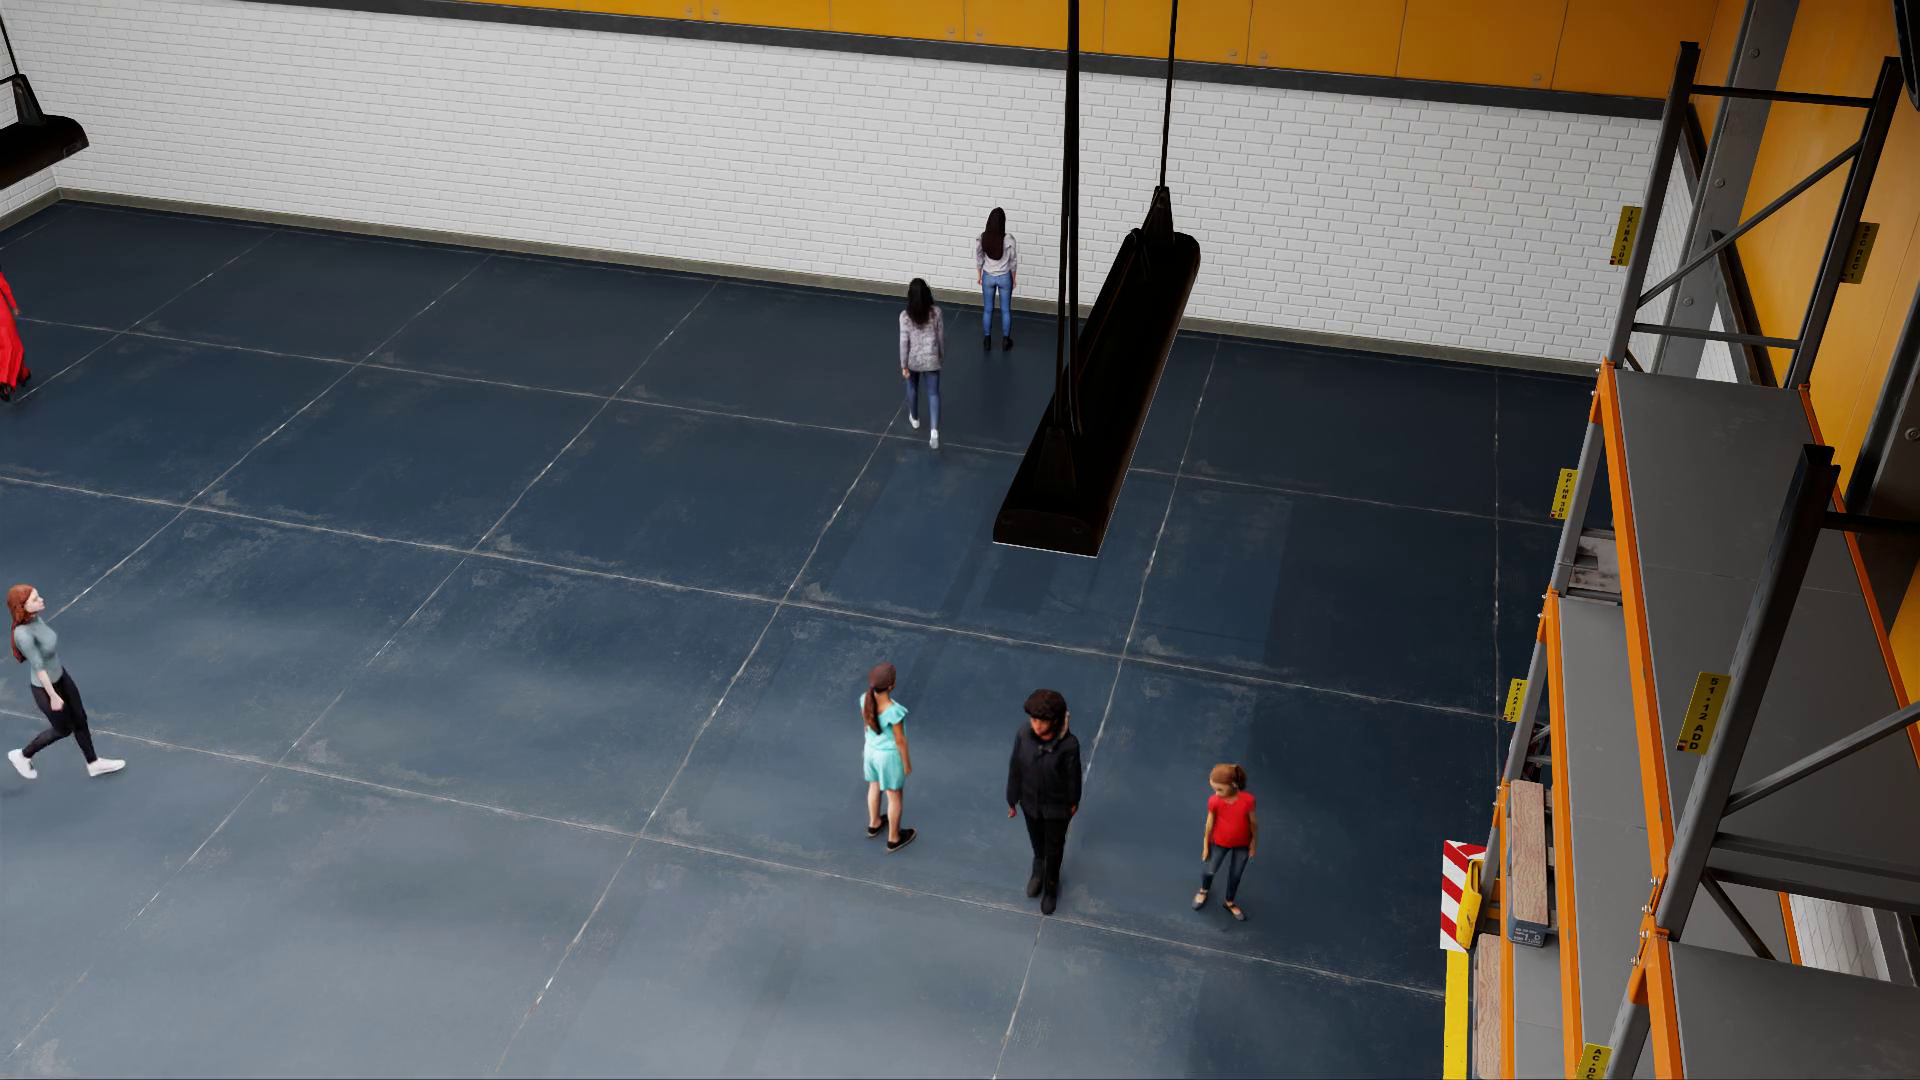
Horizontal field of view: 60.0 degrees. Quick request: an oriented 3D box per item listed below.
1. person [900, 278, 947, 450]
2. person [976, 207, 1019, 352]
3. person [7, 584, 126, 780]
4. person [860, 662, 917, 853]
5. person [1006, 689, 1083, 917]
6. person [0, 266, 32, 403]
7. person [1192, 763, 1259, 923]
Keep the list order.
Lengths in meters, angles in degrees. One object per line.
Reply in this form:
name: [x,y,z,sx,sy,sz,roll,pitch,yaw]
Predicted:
person: [-0.351,-1.714,16.293,0.867,1.702,1.184,-3,34,-4]
person: [0.404,-2.825,18.027,0.635,1.633,0.561,3,34,5]
person: [-6.662,1.086,12.058,0.937,1.728,0.993,-8,34,-12]
person: [-0.528,1.490,11.603,0.637,1.558,0.670,28,43,35]
person: [0.600,1.663,11.161,0.665,1.760,0.673,12,35,18]
person: [-9.914,-2.246,17.041,0.790,1.761,1.104,-1,34,-1]
person: [1.824,2.002,11.074,0.574,1.290,0.561,-7,34,-11]
